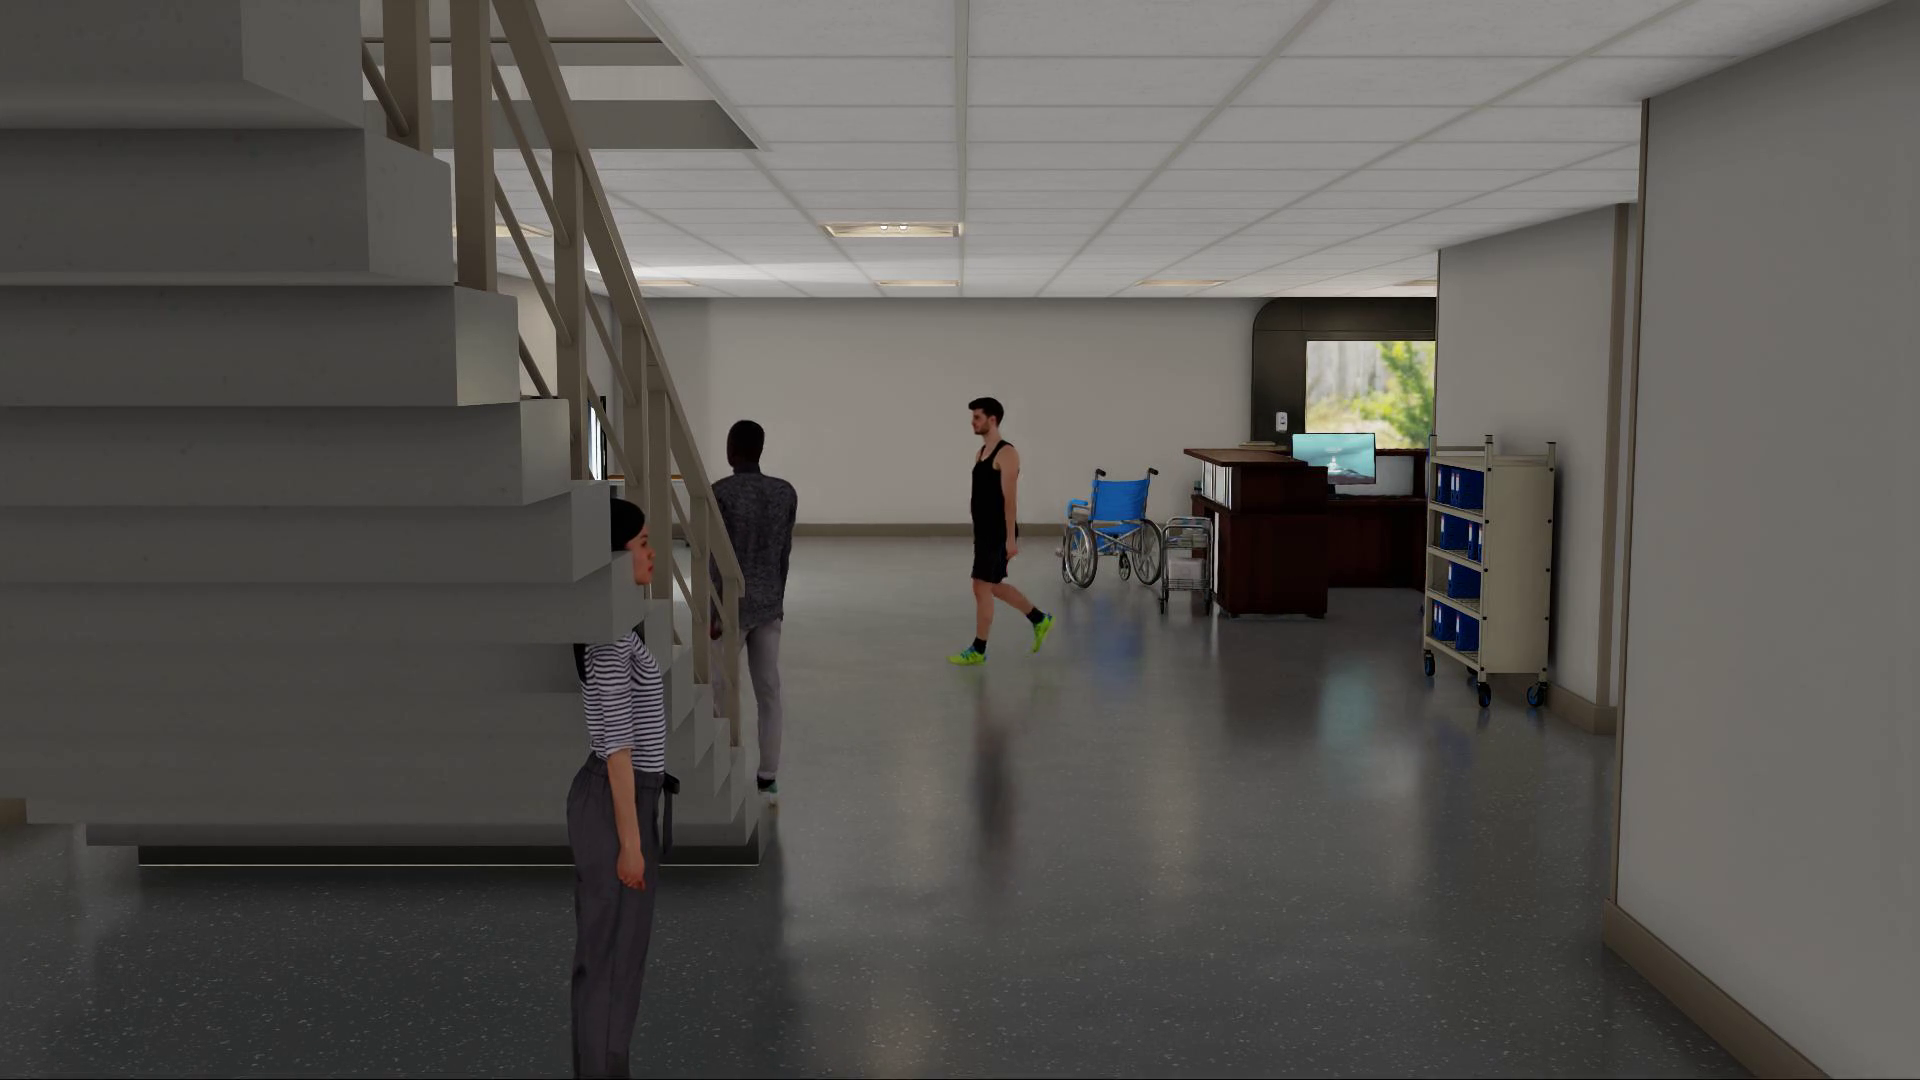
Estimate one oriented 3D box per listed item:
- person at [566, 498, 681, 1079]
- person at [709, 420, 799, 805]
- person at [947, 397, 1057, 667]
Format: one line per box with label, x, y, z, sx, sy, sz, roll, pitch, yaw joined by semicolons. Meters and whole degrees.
person;-0.935;0.747;4.431;0.702;1.733;0.538;-1;6;-14
person;-0.963;0.353;7.900;0.942;1.821;1.006;-5;7;-40
person;0.317;-0.047;11.659;1.038;1.865;1.158;-2;6;-23
